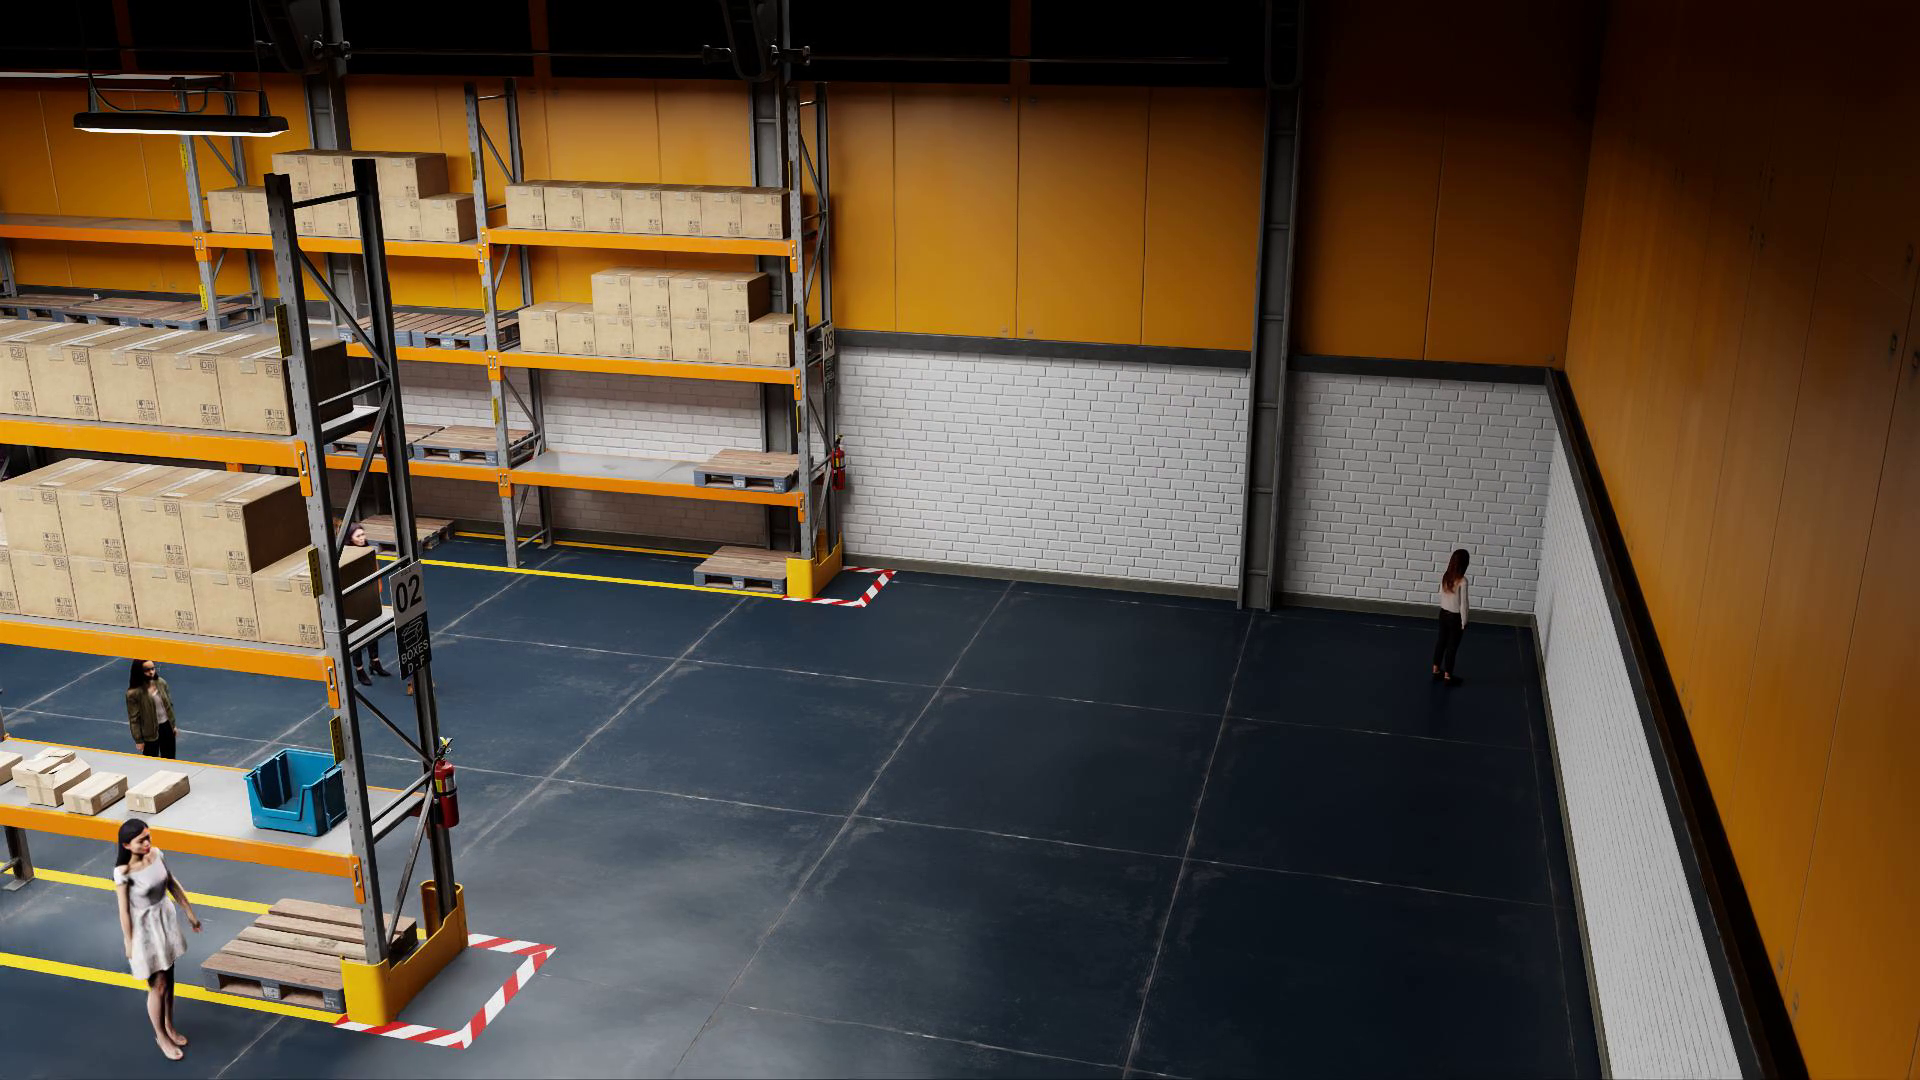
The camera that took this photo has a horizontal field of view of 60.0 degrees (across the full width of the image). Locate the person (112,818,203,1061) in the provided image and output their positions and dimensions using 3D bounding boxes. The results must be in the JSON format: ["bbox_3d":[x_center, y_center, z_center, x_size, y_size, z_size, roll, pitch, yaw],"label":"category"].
[{"bbox_3d":[-5.609,2.710,11.479,0.653,1.768,0.635,5,19,16],"label":"person"}]

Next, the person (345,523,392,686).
[{"bbox_3d":[-6.318,0.653,17.616,0.599,1.749,0.654,8,20,23],"label":"person"}]

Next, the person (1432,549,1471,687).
[{"bbox_3d":[5.195,0.808,17.575,0.647,1.482,0.602,-9,20,-24],"label":"person"}]

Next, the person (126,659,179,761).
[{"bbox_3d":[-7.206,1.717,14.887,0.569,1.475,0.613,10,21,26],"label":"person"}]
